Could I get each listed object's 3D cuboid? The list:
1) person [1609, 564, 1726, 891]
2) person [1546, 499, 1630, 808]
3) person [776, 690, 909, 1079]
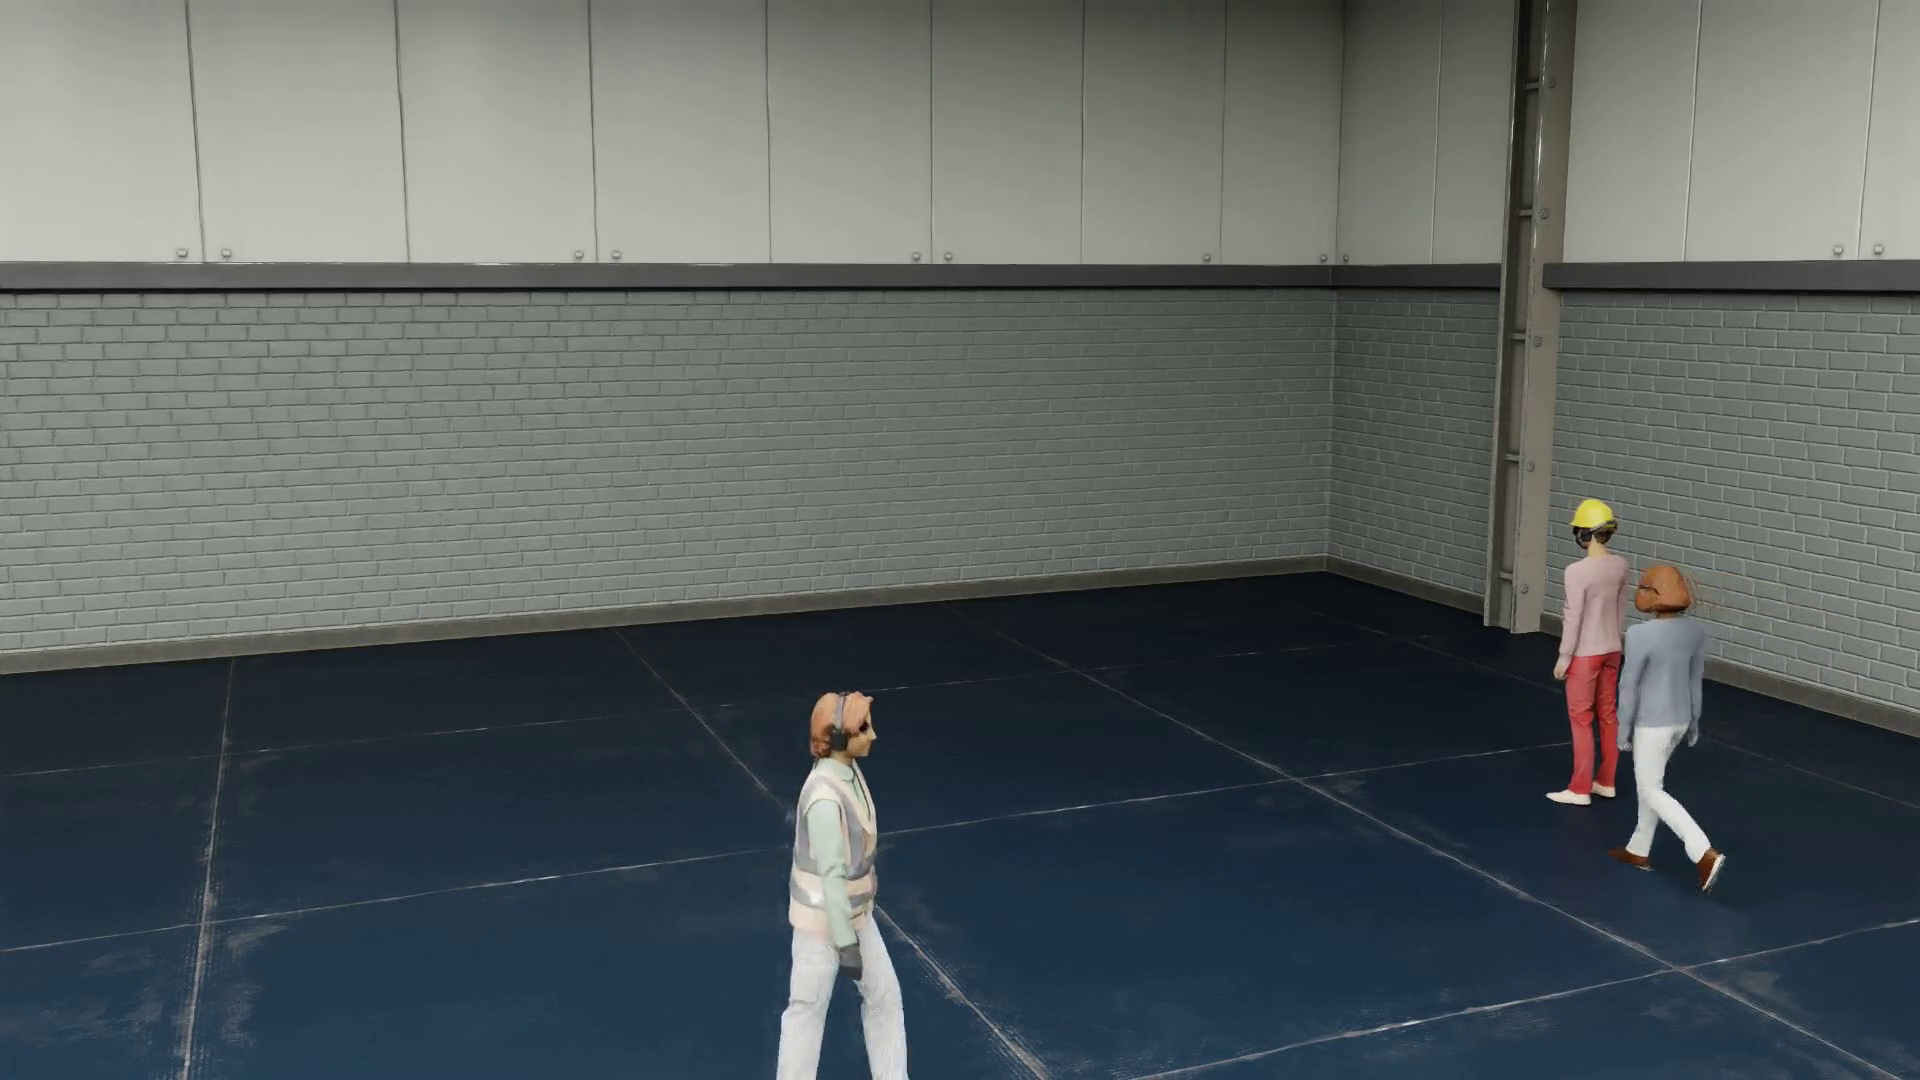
[{"bbox_3d":[3.543,0.931,8.255,0.503,1.609,0.704,-5,10,-27],"label":"person"},{"bbox_3d":[3.597,0.645,9.536,0.532,1.765,0.330,-6,11,-33],"label":"person"},{"bbox_3d":[-0.332,1.316,5.747,0.713,1.610,0.542,1,9,8],"label":"person"}]
